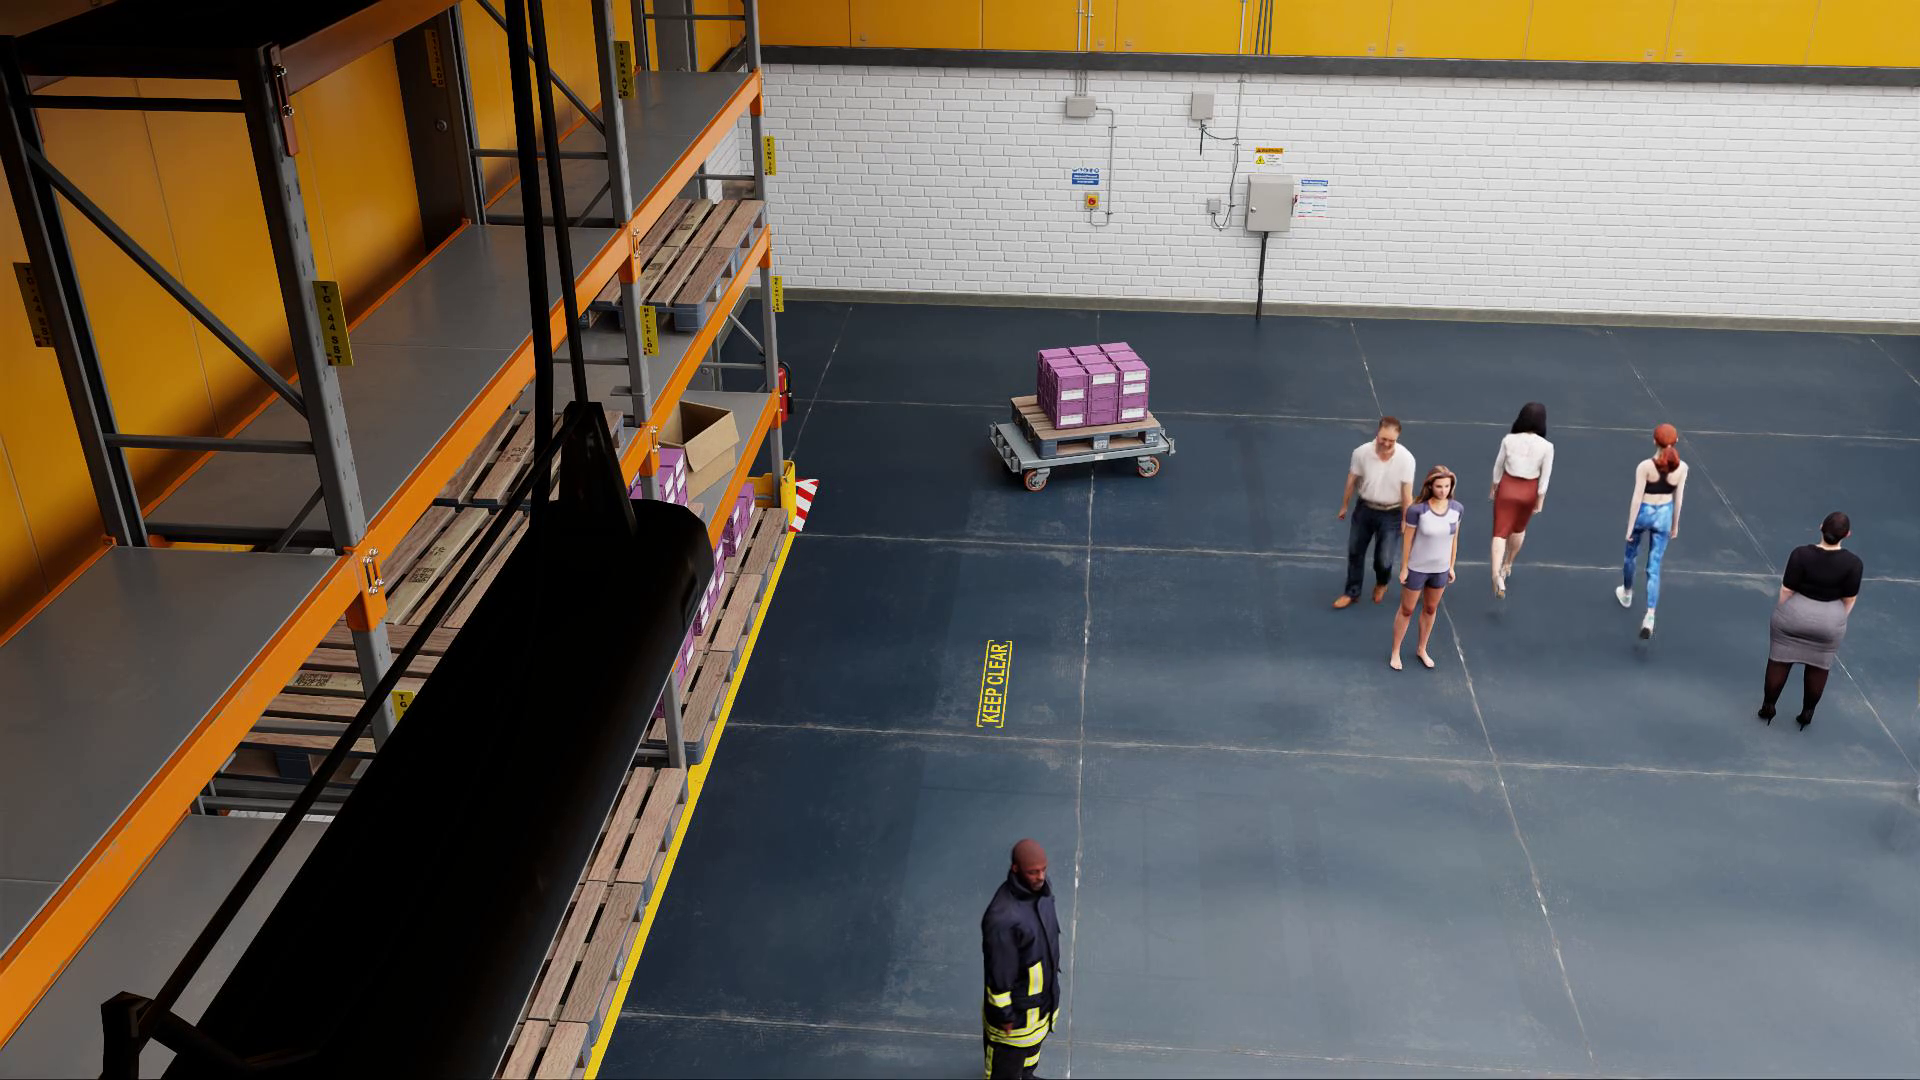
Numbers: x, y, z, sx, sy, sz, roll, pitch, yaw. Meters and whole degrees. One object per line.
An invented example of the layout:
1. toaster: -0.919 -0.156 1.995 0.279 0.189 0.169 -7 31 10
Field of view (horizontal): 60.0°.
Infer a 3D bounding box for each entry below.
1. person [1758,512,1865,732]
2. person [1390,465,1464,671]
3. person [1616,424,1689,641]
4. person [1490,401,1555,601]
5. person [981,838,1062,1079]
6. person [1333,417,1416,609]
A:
1. person: 6.191 0.592 12.106 0.737 1.760 0.720 11 31 20
2. person: 3.601 0.201 12.854 0.636 1.733 0.601 -3 29 -5
3. person: 5.537 -0.041 13.284 0.613 1.744 1.201 4 29 7
4. person: 4.598 -0.292 13.763 0.797 1.726 1.125 10 30 18
5. person: 0.306 2.330 8.857 0.909 1.822 0.770 15 32 26
6. person: 3.449 -0.227 13.543 0.975 1.822 0.935 -25 37 -37
